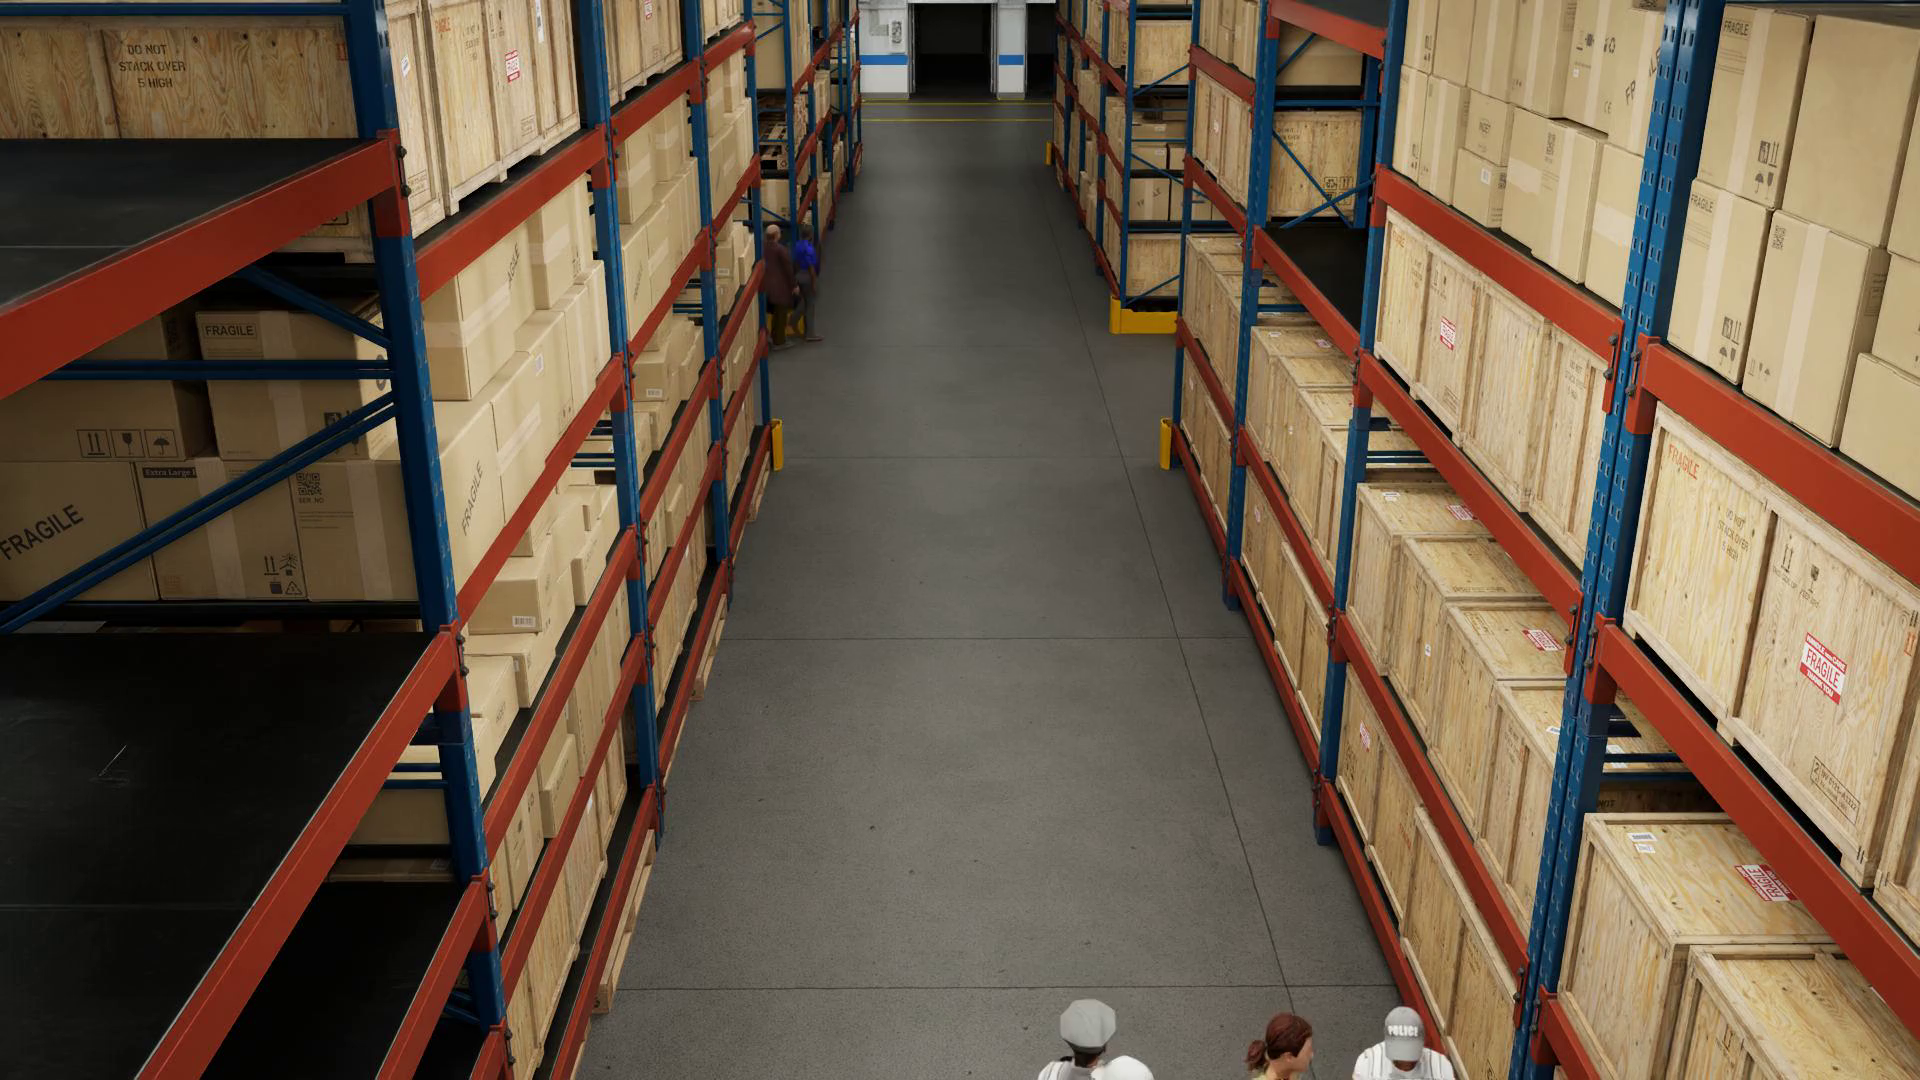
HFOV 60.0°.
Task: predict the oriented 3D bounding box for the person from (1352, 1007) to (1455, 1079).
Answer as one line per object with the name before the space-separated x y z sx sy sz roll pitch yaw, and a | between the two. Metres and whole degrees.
person | 1.981 2.825 7.475 0.506 1.663 0.459 3 22 8

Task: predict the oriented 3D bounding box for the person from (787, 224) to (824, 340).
person | -2.238 -3.731 24.077 0.465 1.659 0.522 -14 26 -32

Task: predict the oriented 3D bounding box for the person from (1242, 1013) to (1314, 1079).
person | 1.376 2.836 7.414 0.360 1.677 0.455 10 24 25

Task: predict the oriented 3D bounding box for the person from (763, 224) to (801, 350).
person | -2.530 -3.591 23.617 0.610 1.805 0.477 17 27 36

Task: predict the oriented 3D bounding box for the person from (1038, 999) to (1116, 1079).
person | 0.603 2.777 7.580 0.518 1.671 0.637 6 22 15

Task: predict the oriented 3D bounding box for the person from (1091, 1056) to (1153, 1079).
person | 0.627 2.956 6.974 0.398 1.787 0.669 6 22 14
